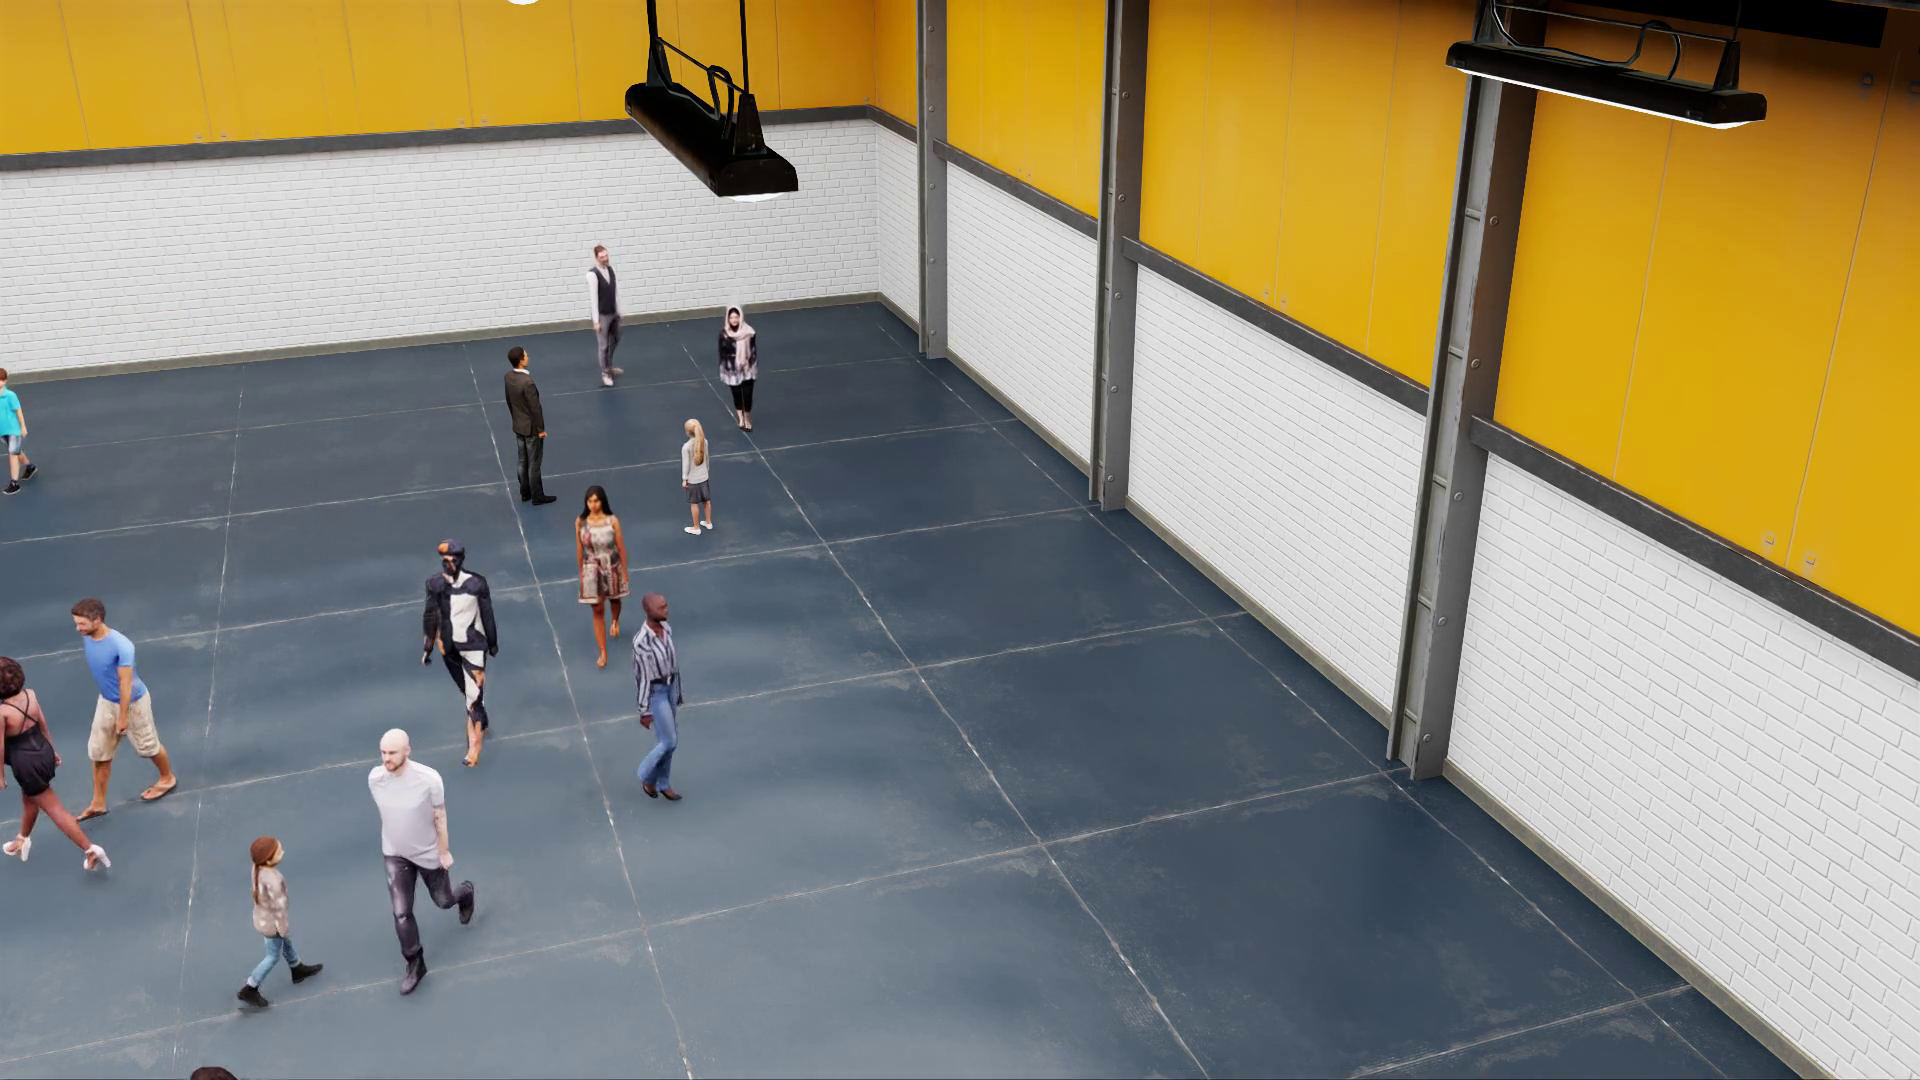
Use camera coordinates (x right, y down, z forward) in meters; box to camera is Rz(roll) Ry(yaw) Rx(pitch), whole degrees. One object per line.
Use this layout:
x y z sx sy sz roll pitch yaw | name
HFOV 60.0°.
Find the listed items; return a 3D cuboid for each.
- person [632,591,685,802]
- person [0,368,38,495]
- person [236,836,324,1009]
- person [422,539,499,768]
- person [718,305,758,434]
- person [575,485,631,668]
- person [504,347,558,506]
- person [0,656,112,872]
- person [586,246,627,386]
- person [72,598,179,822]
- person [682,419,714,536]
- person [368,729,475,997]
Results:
-2.396 1.220 12.784 0.848 1.780 0.765 7 25 15 | person
-10.827 -1.293 18.985 0.838 1.418 1.040 4 24 8 | person
-4.480 2.452 10.718 0.705 1.177 0.792 -17 29 -34 | person
-4.025 0.836 13.569 0.998 1.854 1.193 3 24 8 | person
-2.754 -2.168 20.744 0.706 1.613 0.744 -3 24 -6 | person
-3.244 0.257 15.215 0.799 1.597 1.169 -2 24 -4 | person
-4.812 -1.279 18.470 0.672 1.805 0.810 19 30 36 | person
-6.518 1.663 11.836 1.011 1.728 1.132 5 24 11 | person
-4.793 -3.023 22.339 0.984 1.901 0.943 9 25 20 | person
-6.352 1.203 12.767 1.102 1.824 1.172 11 26 24 | person
-2.814 -0.690 17.780 0.635 1.278 0.594 19 30 36 | person
-3.525 2.015 10.944 1.003 1.798 1.242 3 24 7 | person
